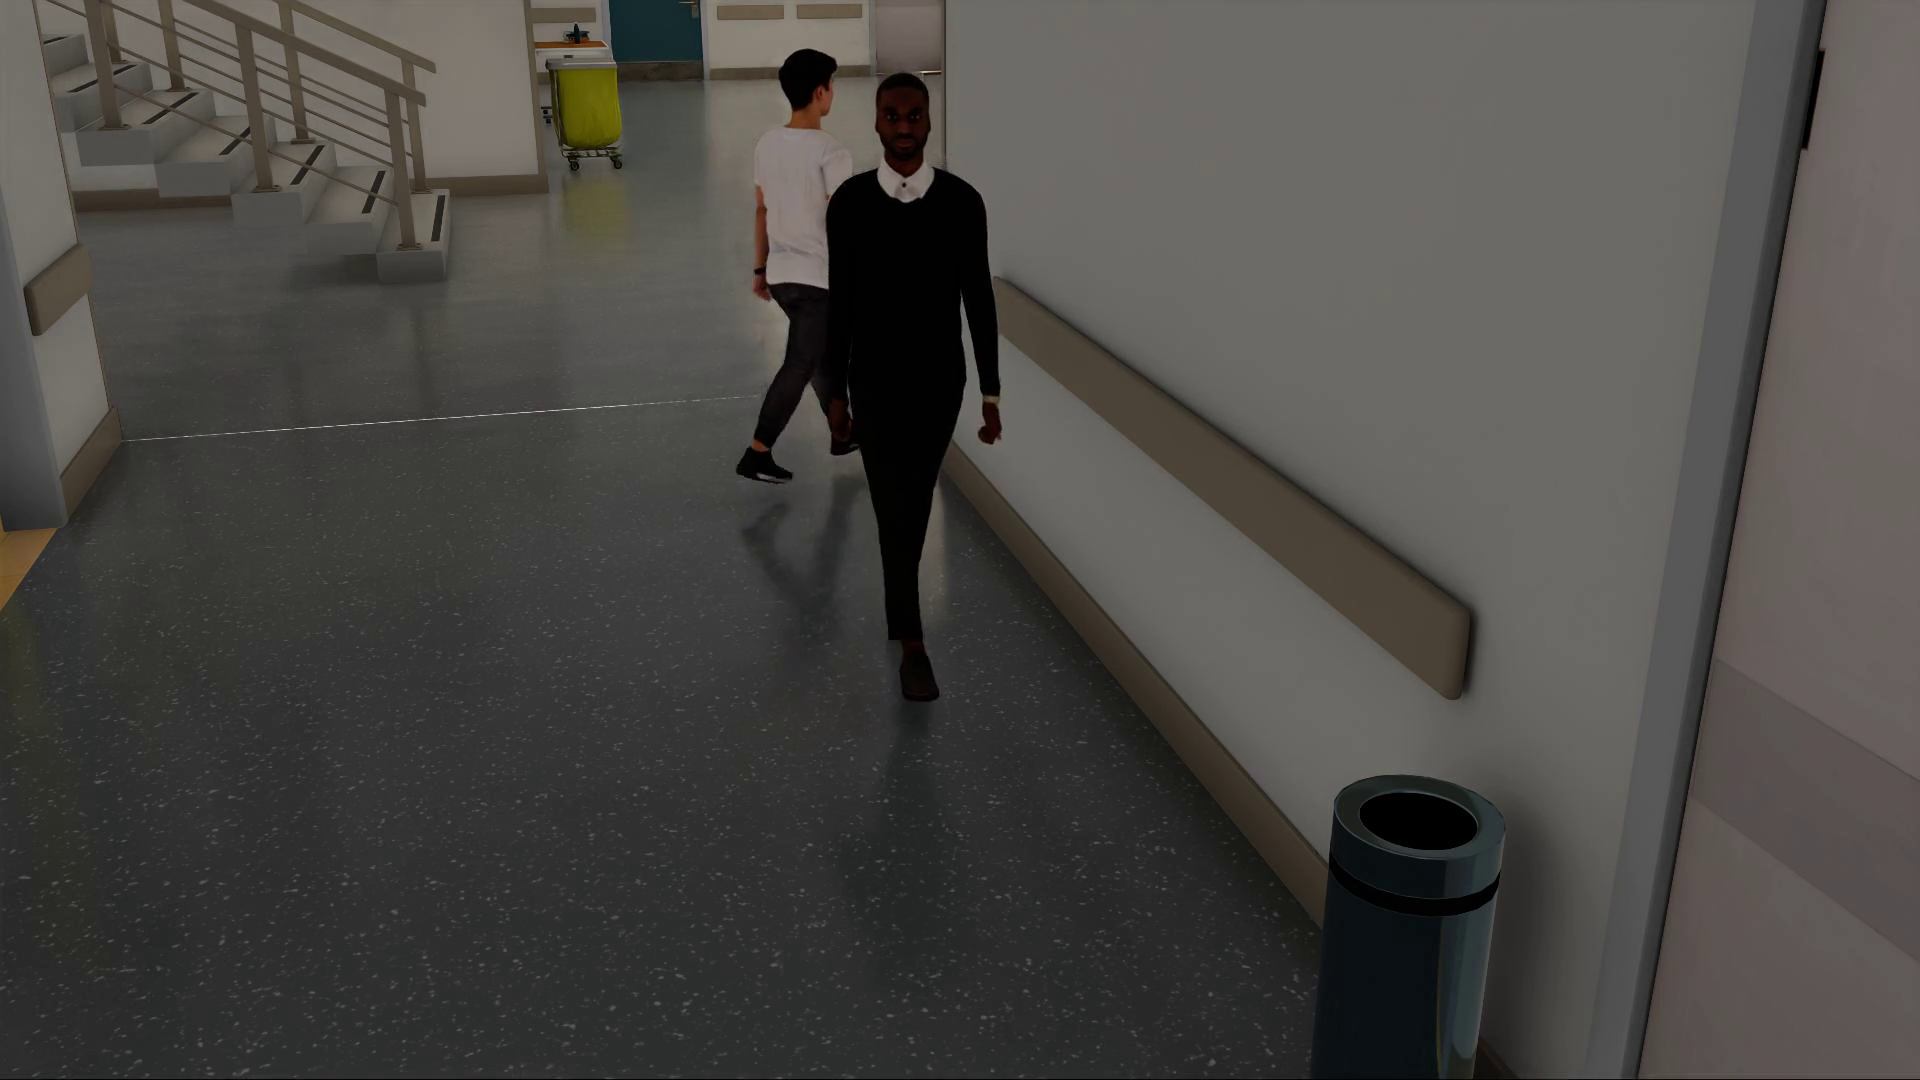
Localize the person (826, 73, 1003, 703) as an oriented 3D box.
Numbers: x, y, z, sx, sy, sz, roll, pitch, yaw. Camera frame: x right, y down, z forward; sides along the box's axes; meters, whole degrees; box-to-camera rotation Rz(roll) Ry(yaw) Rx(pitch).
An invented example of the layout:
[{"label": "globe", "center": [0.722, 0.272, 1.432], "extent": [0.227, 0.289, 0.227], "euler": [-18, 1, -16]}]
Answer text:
[{"label": "person", "center": [-0.165, -0.486, 5.085], "extent": [1.148, 1.760, 0.795], "euler": [-3, 21, -8]}]

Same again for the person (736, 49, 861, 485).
[{"label": "person", "center": [-0.668, -1.039, 6.614], "extent": [1.031, 1.682, 1.202], "euler": [18, 27, 39]}]
